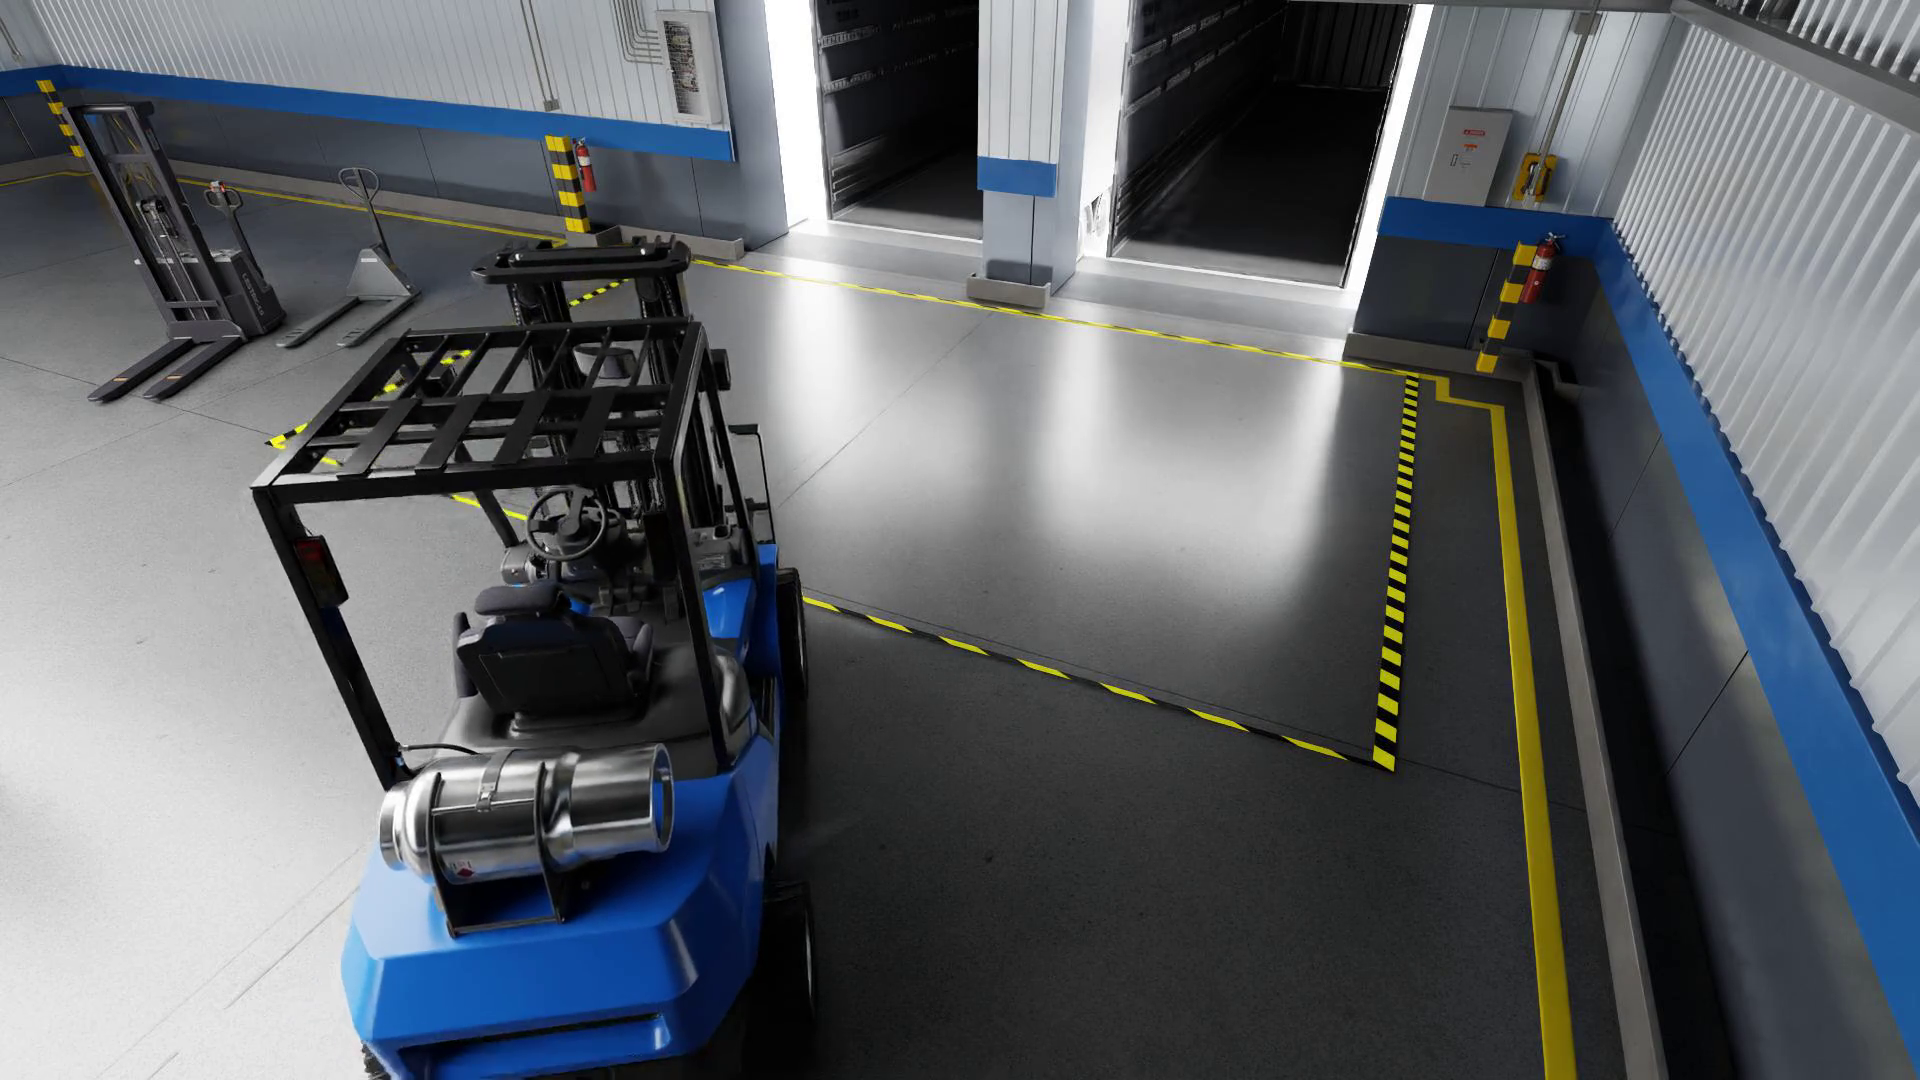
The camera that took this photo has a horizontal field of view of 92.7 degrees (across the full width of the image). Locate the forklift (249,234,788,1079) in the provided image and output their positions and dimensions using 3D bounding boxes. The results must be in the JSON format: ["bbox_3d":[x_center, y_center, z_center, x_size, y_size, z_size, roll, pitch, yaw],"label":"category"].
[{"bbox_3d":[-1.314,0.279,3.311,1.157,2.036,2.680,-5,35,-7],"label":"forklift"}]

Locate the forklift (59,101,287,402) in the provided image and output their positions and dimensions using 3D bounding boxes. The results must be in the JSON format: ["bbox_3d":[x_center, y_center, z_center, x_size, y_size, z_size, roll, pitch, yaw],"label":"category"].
[{"bbox_3d":[-6.686,-2.387,7.434,0.823,1.965,1.885,-3,35,-5],"label":"forklift"}]

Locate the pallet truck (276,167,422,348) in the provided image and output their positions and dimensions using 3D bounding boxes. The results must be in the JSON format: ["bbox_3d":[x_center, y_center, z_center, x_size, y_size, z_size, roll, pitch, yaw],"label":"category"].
[{"bbox_3d":[-5.732,-2.611,8.414,0.680,1.201,1.601,-1,35,-1],"label":"pallet truck"}]
